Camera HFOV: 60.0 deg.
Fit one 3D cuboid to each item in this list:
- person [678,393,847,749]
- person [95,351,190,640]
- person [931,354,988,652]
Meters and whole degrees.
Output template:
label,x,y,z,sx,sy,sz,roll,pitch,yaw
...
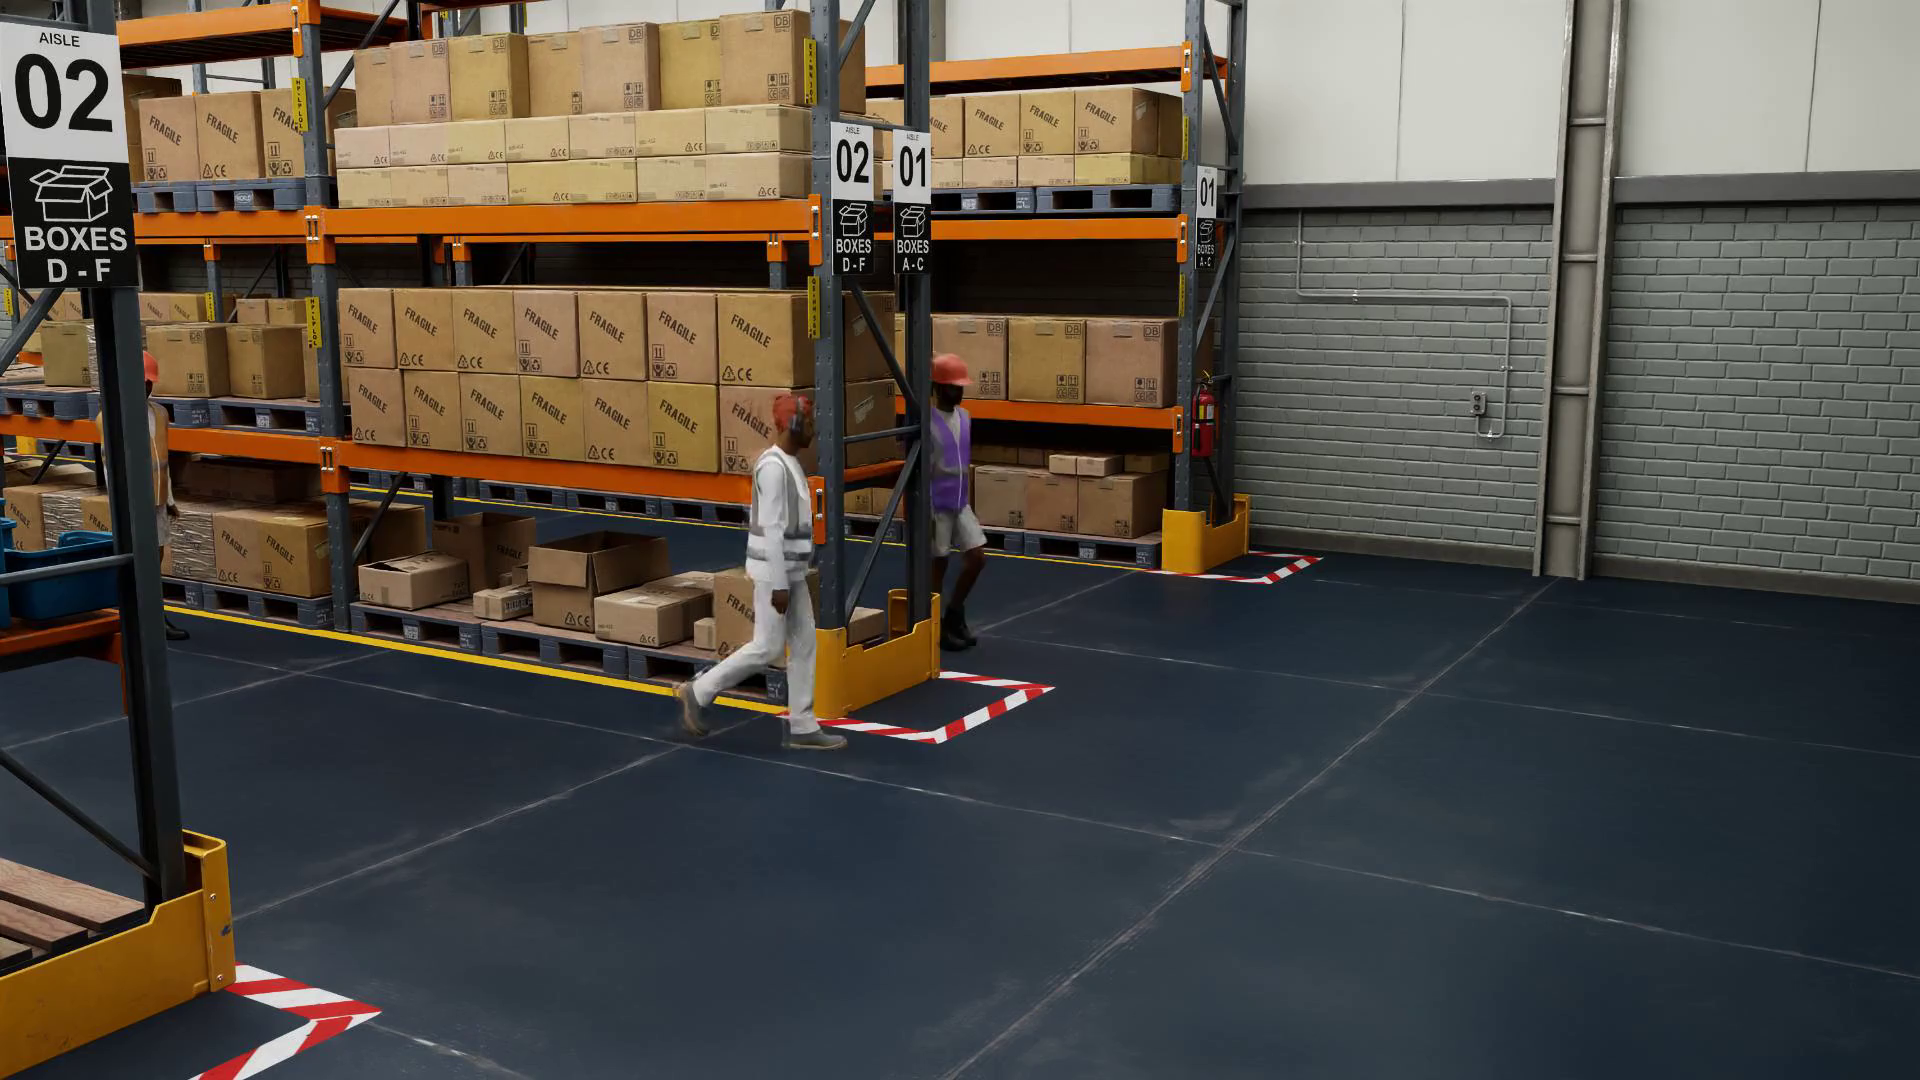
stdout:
label,x,y,z,sx,sy,sz,roll,pitch,yaw
person,-1.015,0.171,8.557,0.805,1.845,0.610,1,10,8
person,-5.289,-0.263,10.797,0.376,1.933,0.545,3,10,17
person,-0.065,-0.223,10.595,0.436,1.916,0.556,9,13,42
